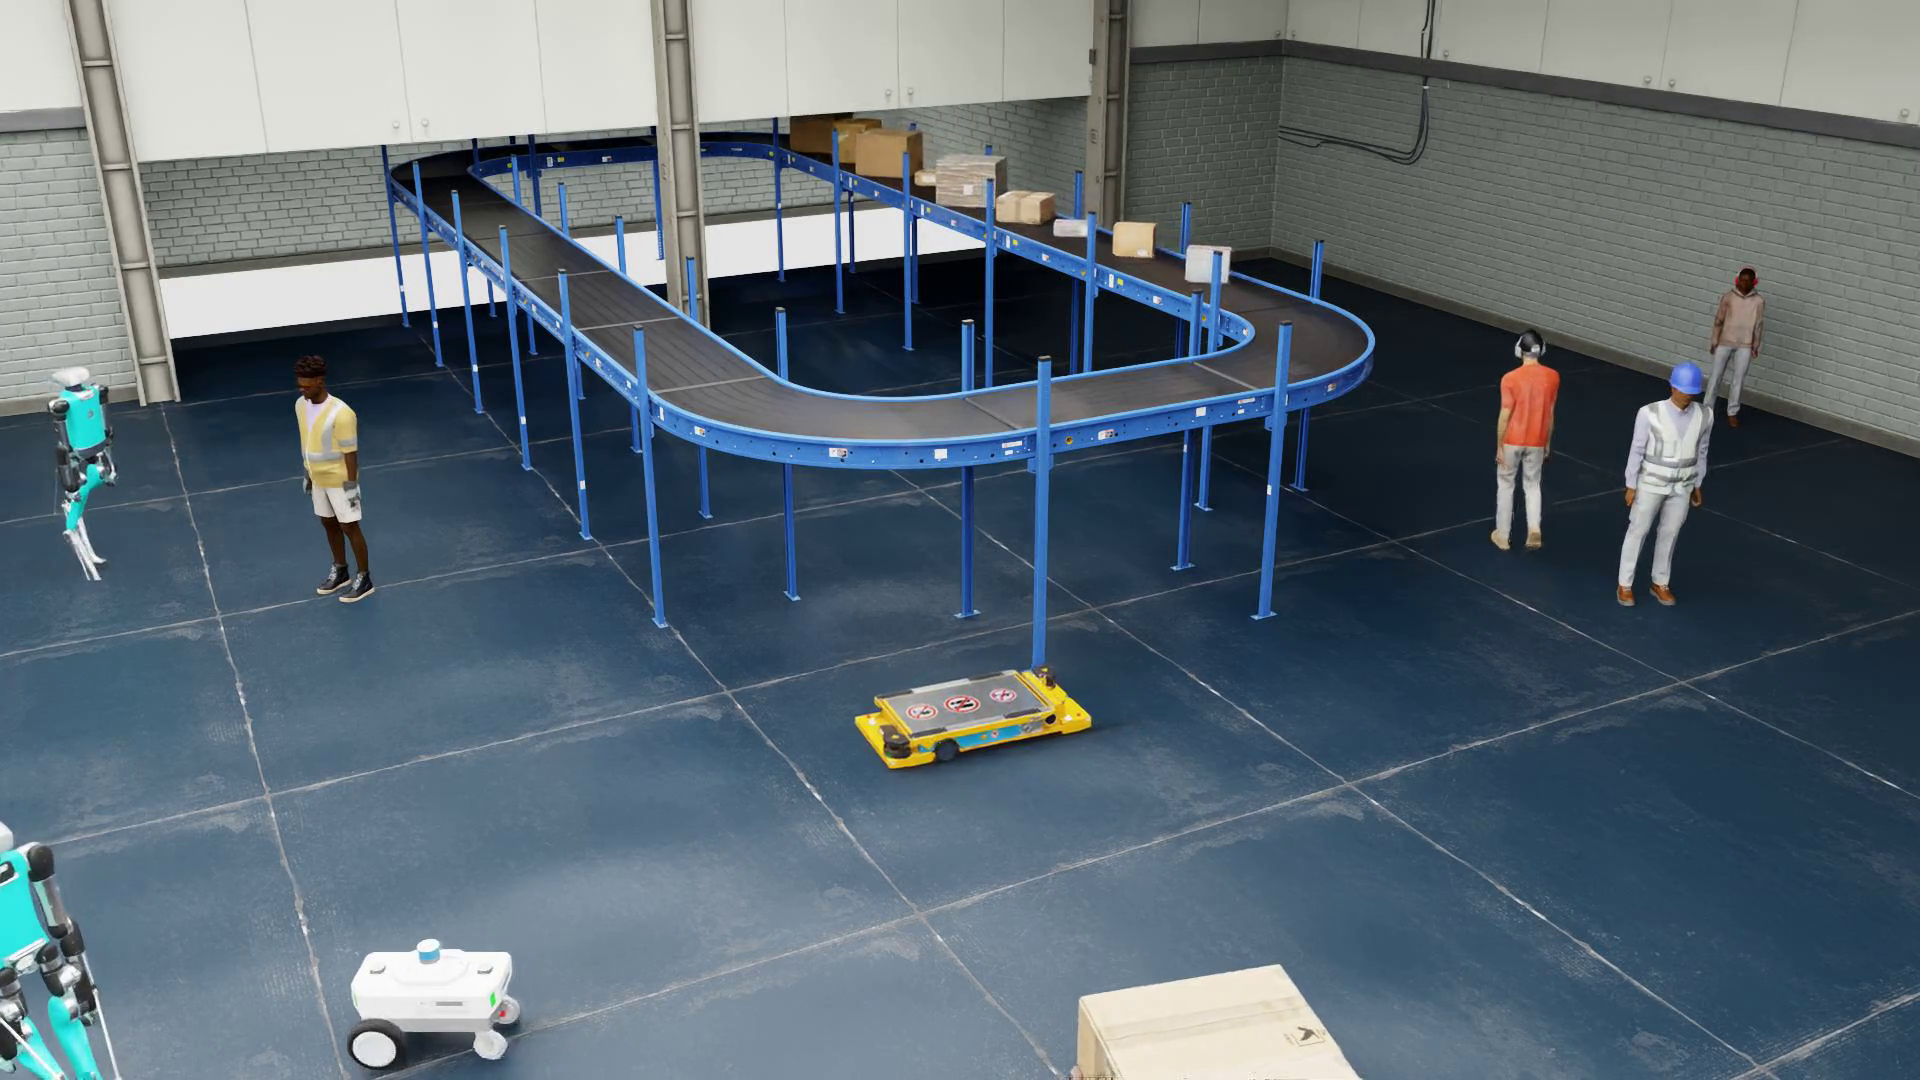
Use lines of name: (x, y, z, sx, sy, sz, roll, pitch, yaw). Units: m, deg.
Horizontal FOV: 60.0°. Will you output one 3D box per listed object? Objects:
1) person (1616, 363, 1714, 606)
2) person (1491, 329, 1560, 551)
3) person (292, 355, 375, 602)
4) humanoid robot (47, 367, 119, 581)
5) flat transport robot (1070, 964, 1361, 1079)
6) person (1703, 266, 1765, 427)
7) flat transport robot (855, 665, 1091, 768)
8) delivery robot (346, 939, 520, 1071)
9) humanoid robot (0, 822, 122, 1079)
person: (5.380, -0.420, 12.681, 0.614, 1.942, 0.406, -1, 22, -2)
person: (4.638, -0.787, 13.657, 0.490, 1.891, 0.621, 1, 22, 2)
person: (-4.850, -0.484, 12.827, 0.602, 1.957, 0.367, 14, 26, 31)
humanoid robot: (-7.081, -0.519, 13.247, 0.802, 1.800, 0.545, 7, 23, 17)
flat transport robot: (1.096, 2.778, 7.008, 1.431, 0.231, 0.659, -5, 23, -13)
person: (7.873, -1.970, 16.897, 0.458, 1.650, 0.318, 8, 23, 19)
flat transport robot: (0.085, 1.163, 11.000, 1.431, 0.231, 0.659, -9, 24, -21)
delivery robot: (-2.559, 2.214, 8.041, 0.805, 0.609, 0.499, 0, 22, 0)
humanoid robot: (-3.712, 2.038, 6.915, 1.022, 1.729, 0.537, 12, 25, 28)
